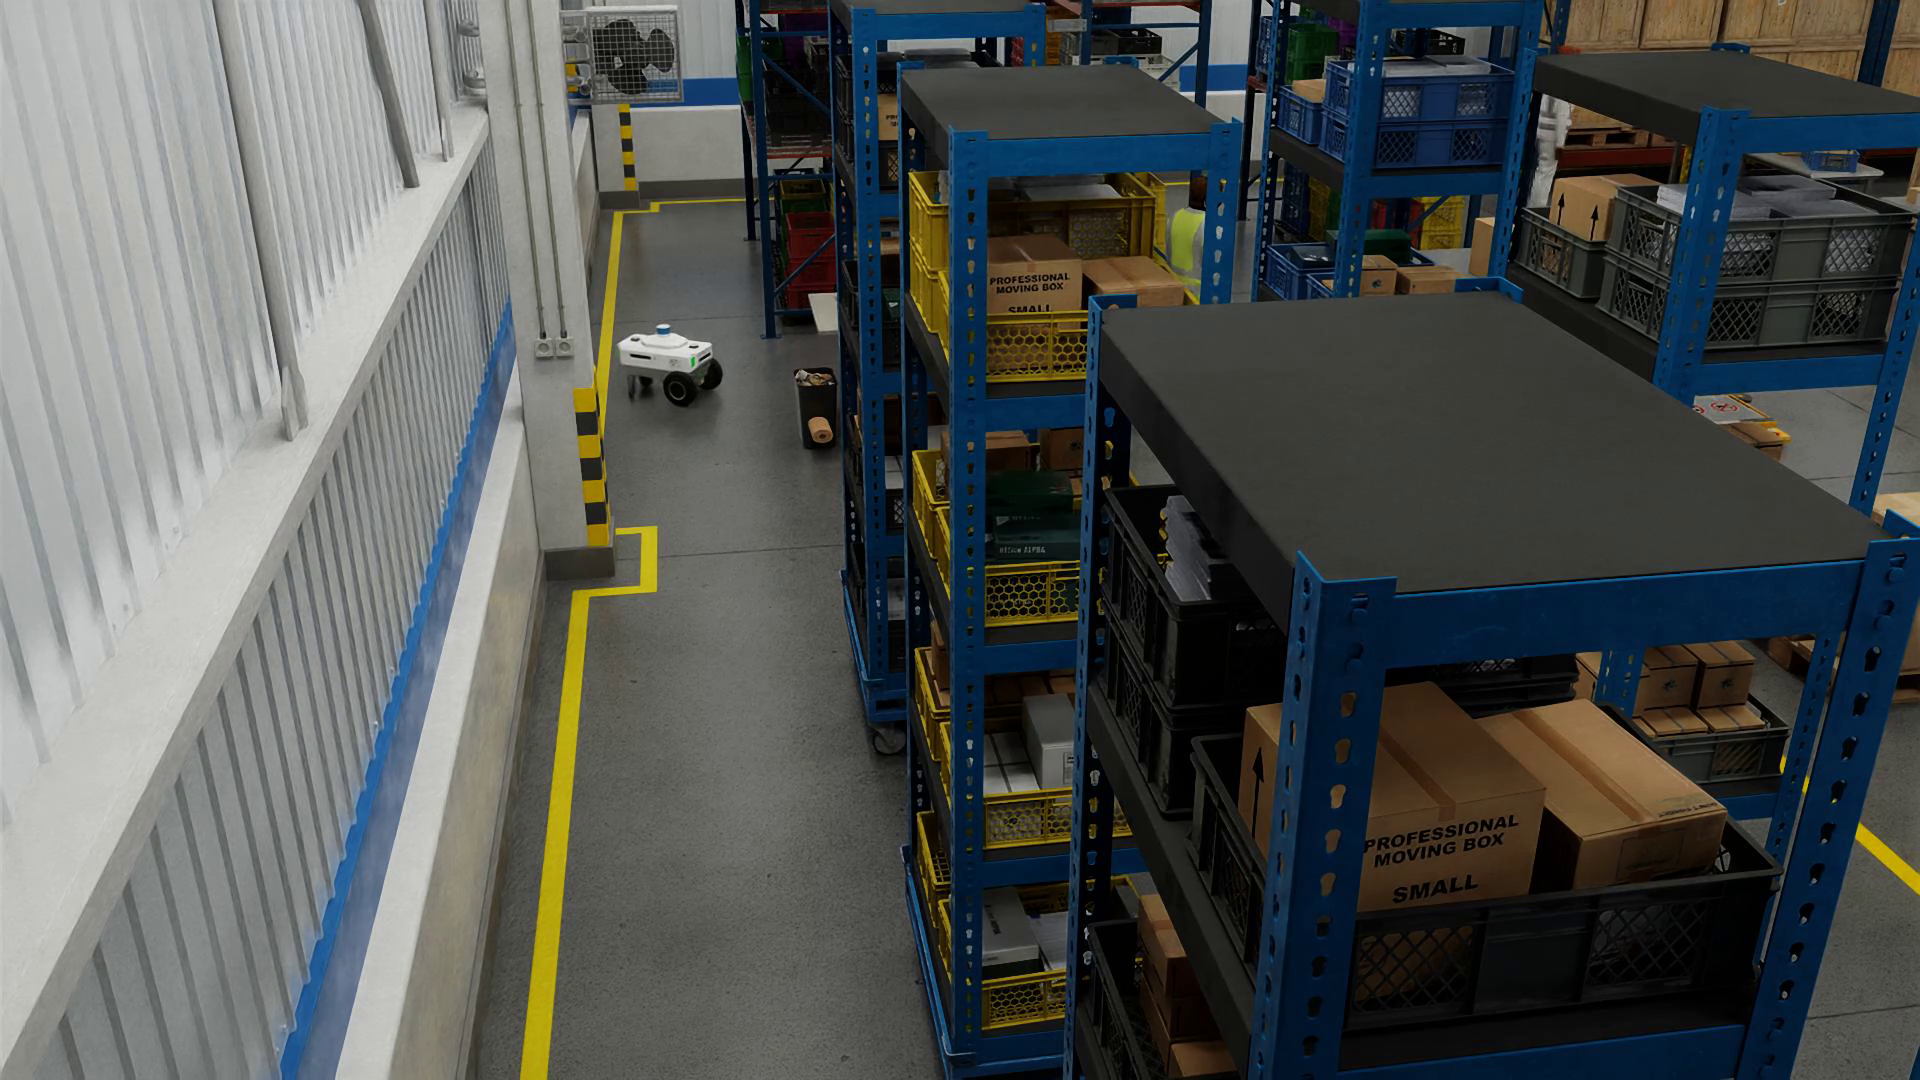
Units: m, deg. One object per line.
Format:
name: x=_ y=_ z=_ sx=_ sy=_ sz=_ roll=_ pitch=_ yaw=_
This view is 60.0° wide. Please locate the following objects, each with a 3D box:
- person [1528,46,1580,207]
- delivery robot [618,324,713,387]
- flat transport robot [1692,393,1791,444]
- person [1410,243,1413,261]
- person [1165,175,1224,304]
person: x=6.291 y=-4.277 z=17.665 sx=0.371 sy=1.872 sz=0.616 roll=0 pitch=25 yaw=0
delivery robot: x=-2.292 y=-1.435 z=12.940 sx=0.707 sy=0.478 sz=0.477 roll=9 pitch=26 yaw=19
flat transport robot: x=5.224 y=-0.859 z=12.132 sx=1.431 sy=0.197 sz=0.652 roll=-4 pitch=25 yaw=-8
person: x=2.659 y=-1.010 z=10.480 sx=0.635 sy=1.937 sz=0.354 roll=16 pitch=29 yaw=31
person: x=1.764 y=-1.766 z=12.239 sx=0.429 sy=1.845 sz=0.621 roll=-13 pitch=28 yaw=-26
